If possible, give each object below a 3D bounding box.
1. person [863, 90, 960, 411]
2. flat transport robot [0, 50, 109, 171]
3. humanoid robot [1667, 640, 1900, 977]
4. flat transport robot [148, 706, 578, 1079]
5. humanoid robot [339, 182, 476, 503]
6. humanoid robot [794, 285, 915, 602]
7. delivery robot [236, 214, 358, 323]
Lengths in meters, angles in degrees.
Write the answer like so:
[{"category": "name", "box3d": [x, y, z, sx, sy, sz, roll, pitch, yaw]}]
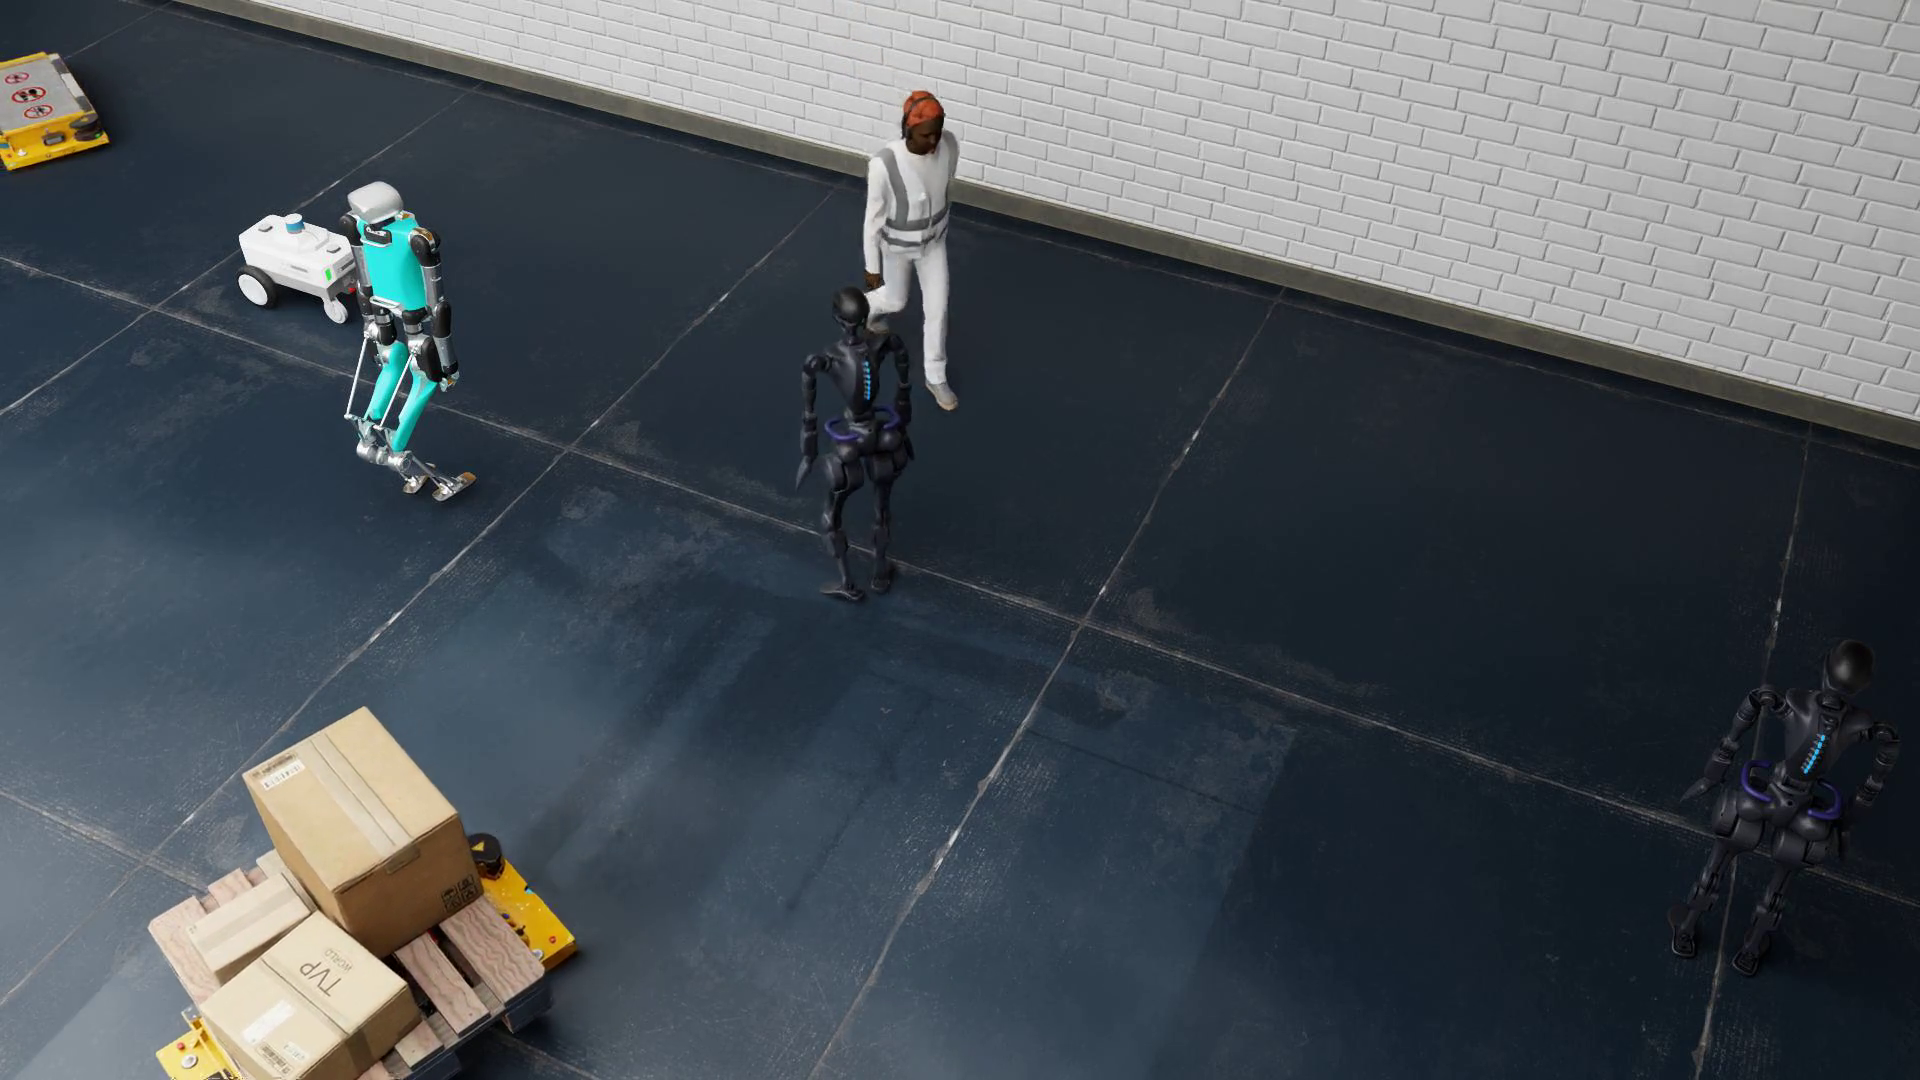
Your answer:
[{"category": "person", "box3d": [-0.316, -1.638, 8.880, 0.585, 1.836, 0.885, -24, 48, -23]}, {"category": "flat transport robot", "box3d": [-6.431, -3.010, 11.503, 0.659, 0.231, 1.431, -26, 49, -25]}, {"category": "humanoid robot", "box3d": [3.011, 0.989, 6.142, 0.599, 1.657, 0.315, 18, 46, 19]}, {"category": "flat transport robot", "box3d": [-2.262, 1.738, 6.380, 1.431, 0.231, 0.659, -32, 52, -30]}, {"category": "humanoid robot", "box3d": [-2.759, -0.843, 7.988, 0.533, 1.675, 0.735, 18, 46, 19]}, {"category": "humanoid robot", "box3d": [-0.467, -0.415, 7.664, 0.602, 1.643, 0.375, -21, 47, -21]}, {"category": "delivery robot", "box3d": [-3.861, -1.653, 9.807, 0.739, 0.566, 0.499, 18, 46, 19]}]
